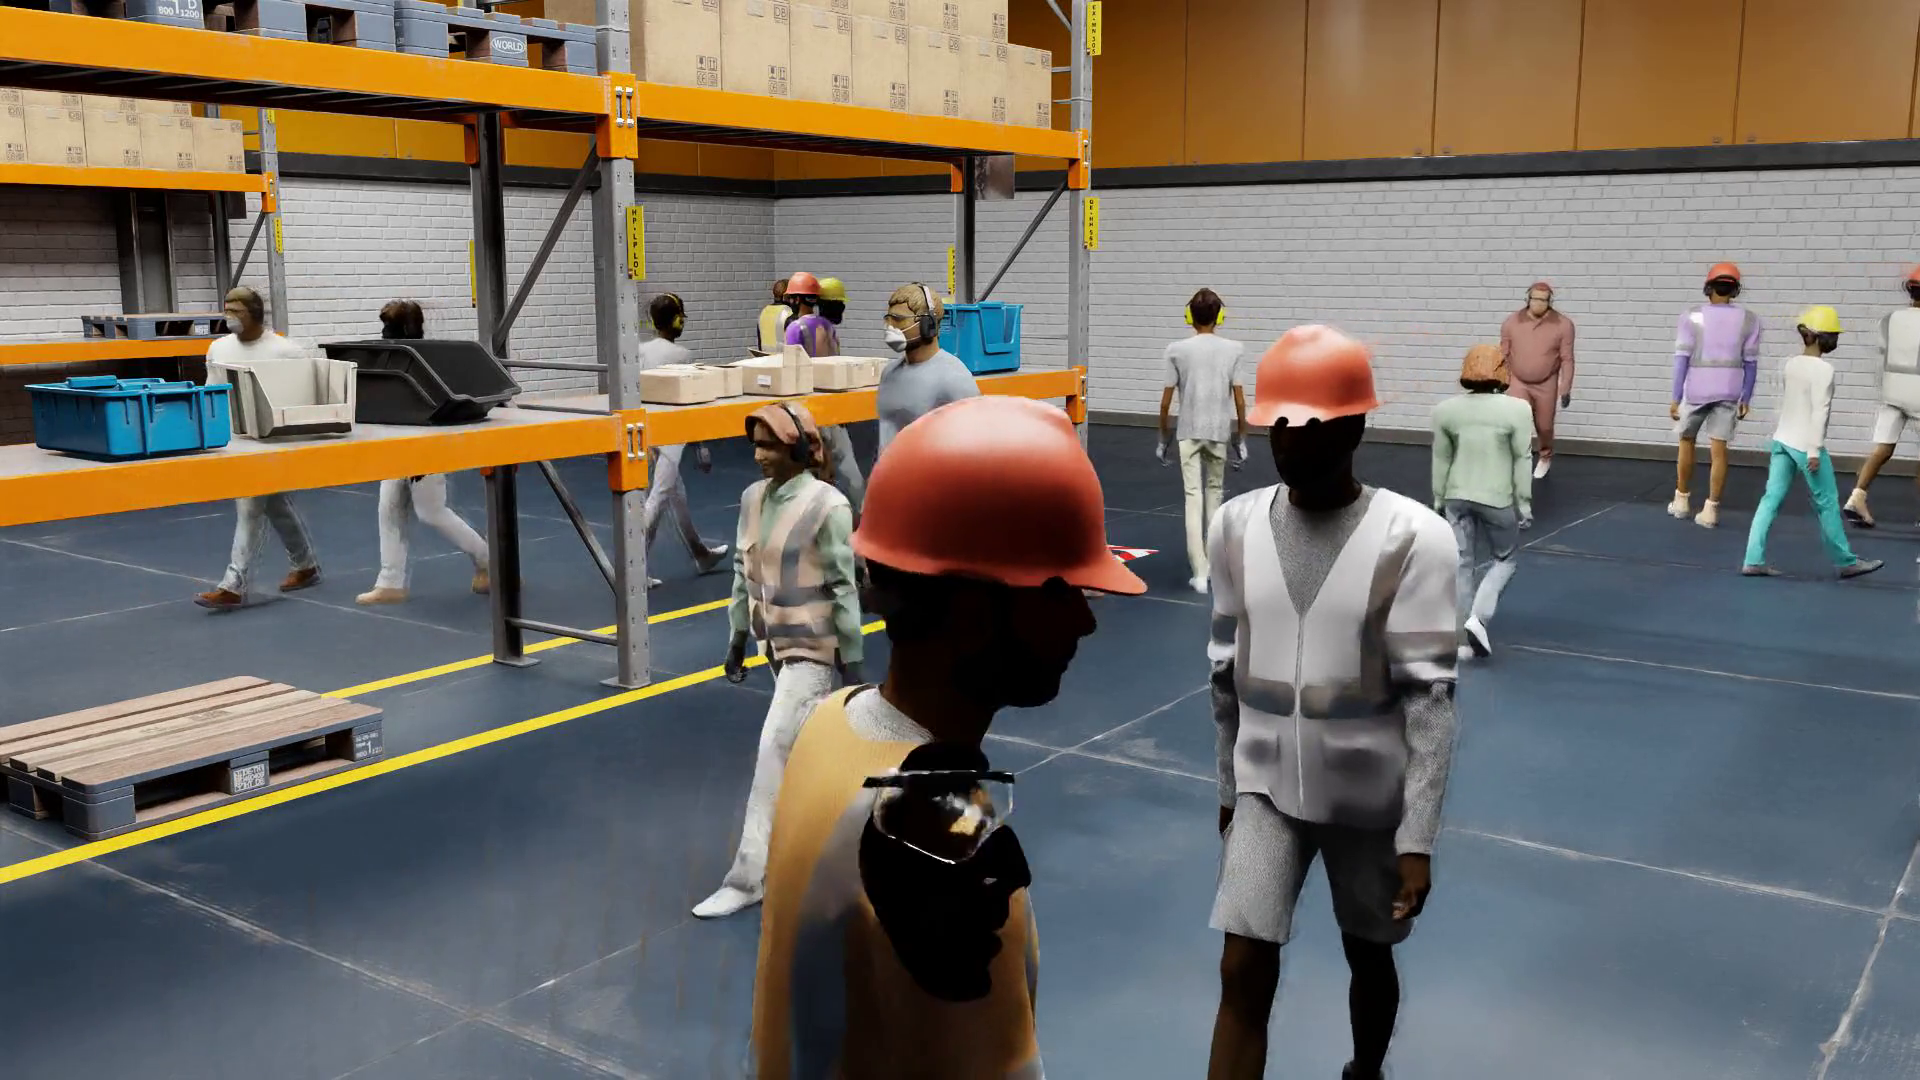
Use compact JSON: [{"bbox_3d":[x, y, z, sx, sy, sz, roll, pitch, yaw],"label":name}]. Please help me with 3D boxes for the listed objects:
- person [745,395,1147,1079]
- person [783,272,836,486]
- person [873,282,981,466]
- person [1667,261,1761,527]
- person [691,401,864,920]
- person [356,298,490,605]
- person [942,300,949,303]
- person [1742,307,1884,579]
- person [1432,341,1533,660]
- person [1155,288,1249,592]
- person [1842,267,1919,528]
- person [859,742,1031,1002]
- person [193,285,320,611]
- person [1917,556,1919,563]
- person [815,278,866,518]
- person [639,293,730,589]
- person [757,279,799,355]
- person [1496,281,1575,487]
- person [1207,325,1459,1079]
[{"bbox_3d":[0.001,0.789,1.816,0.973,1.880,0.563,-2,10,-9],"label":"person"},{"bbox_3d":[-1.174,-1.071,12.720,0.369,1.939,0.542,5,11,28],"label":"person"},{"bbox_3d":[-0.164,-0.067,6.743,0.373,1.940,0.629,-7,12,-35],"label":"person"},{"bbox_3d":[5.784,-1.129,12.853,0.627,2.008,0.848,2,10,11],"label":"person"},{"bbox_3d":[-0.499,0.341,5.343,0.888,1.591,0.518,-8,12,-38],"label":"person"},{"bbox_3d":[-3.171,-0.526,9.867,0.793,1.816,0.628,-8,13,-41],"label":"person"},{"bbox_3d":[-0.059,-1.052,13.271,0.450,1.714,0.569,1,10,8],"label":"person"},{"bbox_3d":[5.434,-0.597,10.532,0.882,1.726,0.547,-1,10,-3],"label":"person"},{"bbox_3d":[2.614,-0.184,8.356,0.526,1.619,0.386,7,12,36],"label":"person"},{"bbox_3d":[1.495,-0.633,10.371,0.555,1.846,0.768,0,10,0],"label":"person"},{"bbox_3d":[7.143,-1.073,12.522,0.925,2.014,0.628,-5,11,-26],"label":"person"},{"bbox_3d":[0.019,0.931,1.061,0.521,1.850,0.632,7,12,38],"label":"person"},{"bbox_3d":[-4.172,-0.556,9.849,0.635,1.885,1.068,4,10,23],"label":"person"},{"bbox_3d":[6.592,-0.706,10.916,0.403,1.817,0.605,-4,10,-23],"label":"person"},{"bbox_3d":[-0.967,-1.063,12.831,0.958,1.882,0.600,1,10,7],"label":"person"},{"bbox_3d":[-1.791,-0.622,10.393,0.550,1.817,0.996,7,12,35],"label":"person"},{"bbox_3d":[-1.736,-1.657,16.502,0.429,1.841,0.634,-8,12,-40],"label":"person"},{"bbox_3d":[5.230,-1.428,15.135,0.679,1.856,0.921,4,10,23],"label":"person"},{"bbox_3d":[0.705,0.521,3.374,0.569,1.885,0.971,6,11,32],"label":"person"}]
